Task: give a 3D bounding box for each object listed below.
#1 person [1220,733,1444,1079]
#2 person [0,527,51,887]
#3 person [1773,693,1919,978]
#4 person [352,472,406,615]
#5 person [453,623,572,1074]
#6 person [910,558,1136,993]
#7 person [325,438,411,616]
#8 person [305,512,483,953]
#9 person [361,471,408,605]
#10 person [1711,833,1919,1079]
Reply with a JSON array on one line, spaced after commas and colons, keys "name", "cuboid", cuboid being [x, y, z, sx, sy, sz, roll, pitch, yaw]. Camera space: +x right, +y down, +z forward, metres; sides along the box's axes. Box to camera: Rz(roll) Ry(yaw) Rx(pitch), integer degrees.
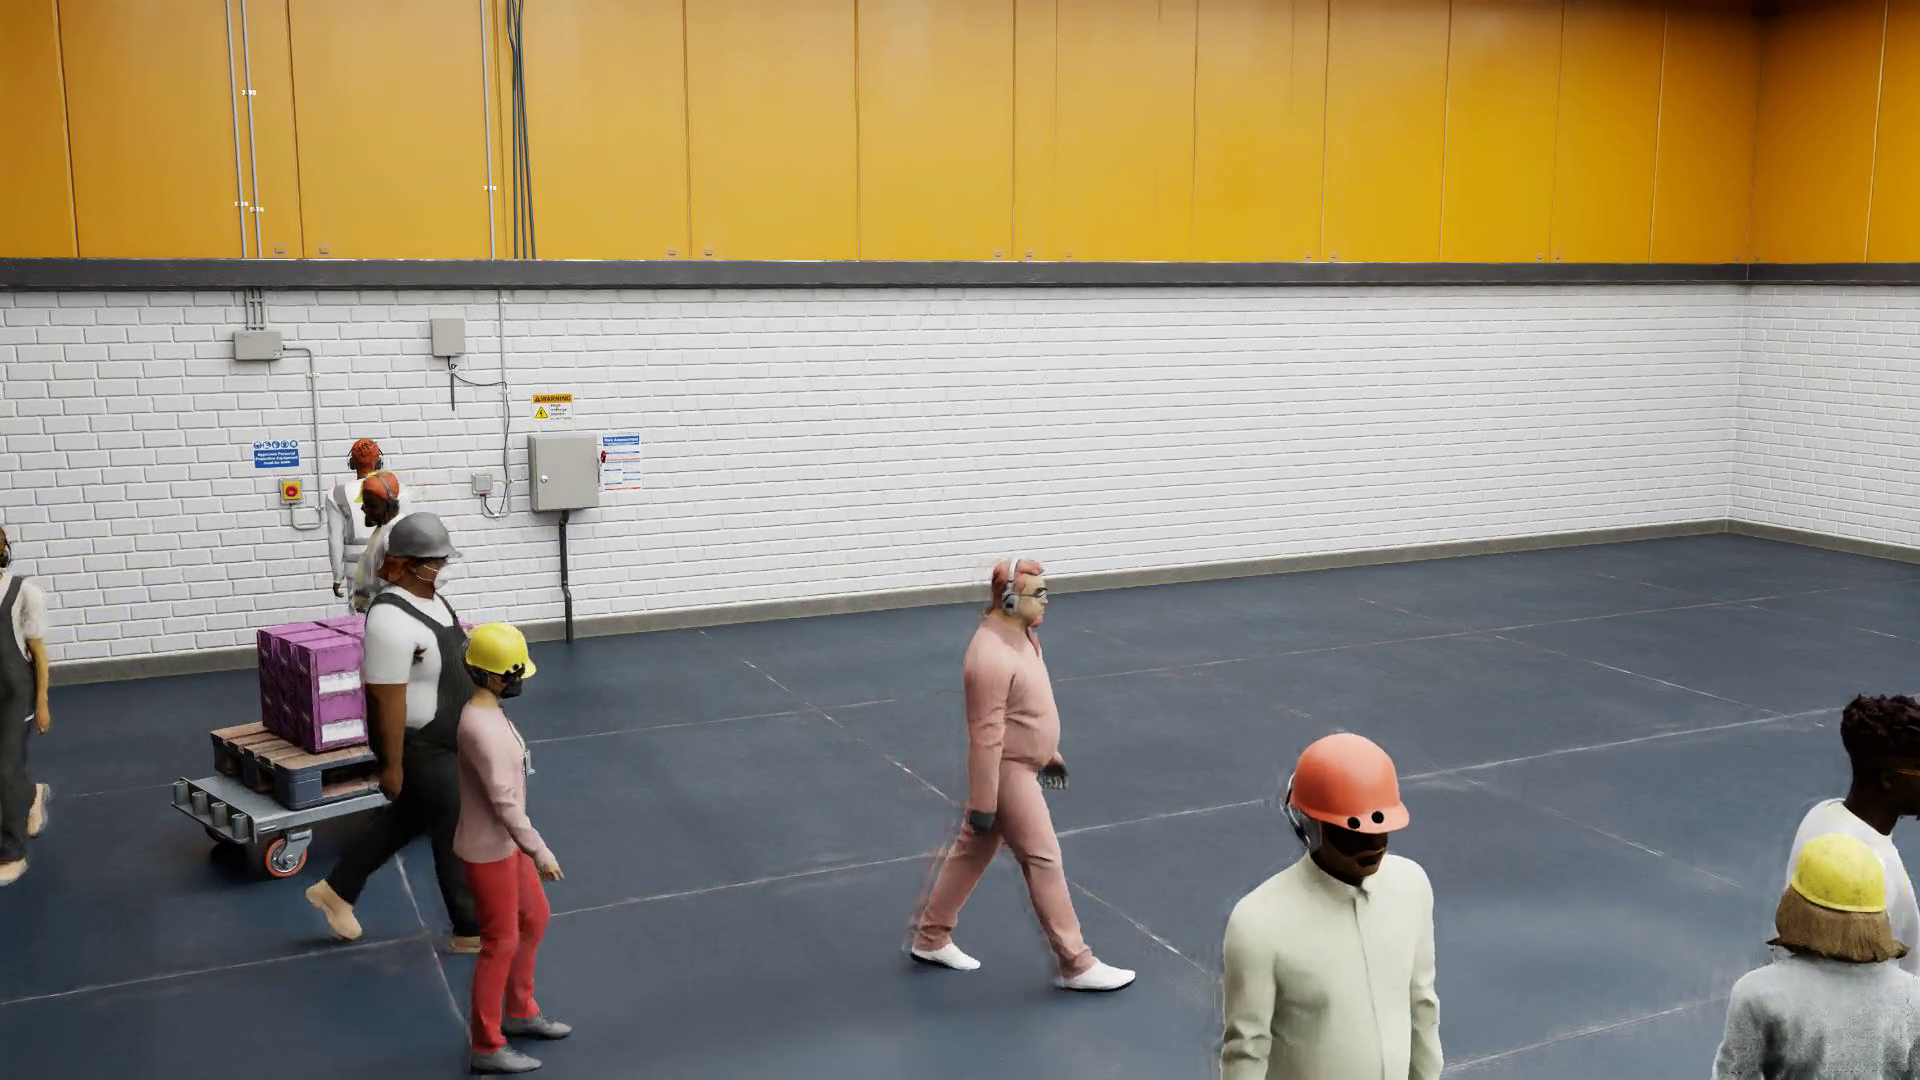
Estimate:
[{"name": "person", "cuboid": [0.874, 1.405, 4.052, 0.638, 1.974, 0.652, -6, 11, -31]}, {"name": "person", "cuboid": [-4.827, 0.789, 8.410, 0.512, 1.817, 0.642, 0, 9, -2]}, {"name": "person", "cuboid": [2.515, 1.358, 4.441, 0.811, 1.938, 0.615, 2, 9, 15]}, {"name": "person", "cuboid": [-3.600, 0.467, 10.515, 0.836, 1.808, 0.599, -2, 9, -15]}, {"name": "person", "cuboid": [-1.684, 1.163, 6.272, 0.429, 1.746, 0.539, -2, 9, -10]}, {"name": "person", "cuboid": [0.230, 0.984, 7.044, 0.987, 1.858, 0.651, 1, 9, 6]}, {"name": "person", "cuboid": [-4.111, 0.228, 11.648, 0.576, 1.882, 0.355, -4, 10, -23]}, {"name": "person", "cuboid": [-2.476, 0.836, 7.383, 0.916, 2.000, 0.683, -1, 9, -9]}, {"name": "person", "cuboid": [-3.363, 0.488, 10.113, 0.541, 1.854, 0.638, -2, 9, -12]}, {"name": "person", "cuboid": [2.090, 1.543, 4.073, 0.502, 1.688, 0.942, 1, 9, 5]}]
